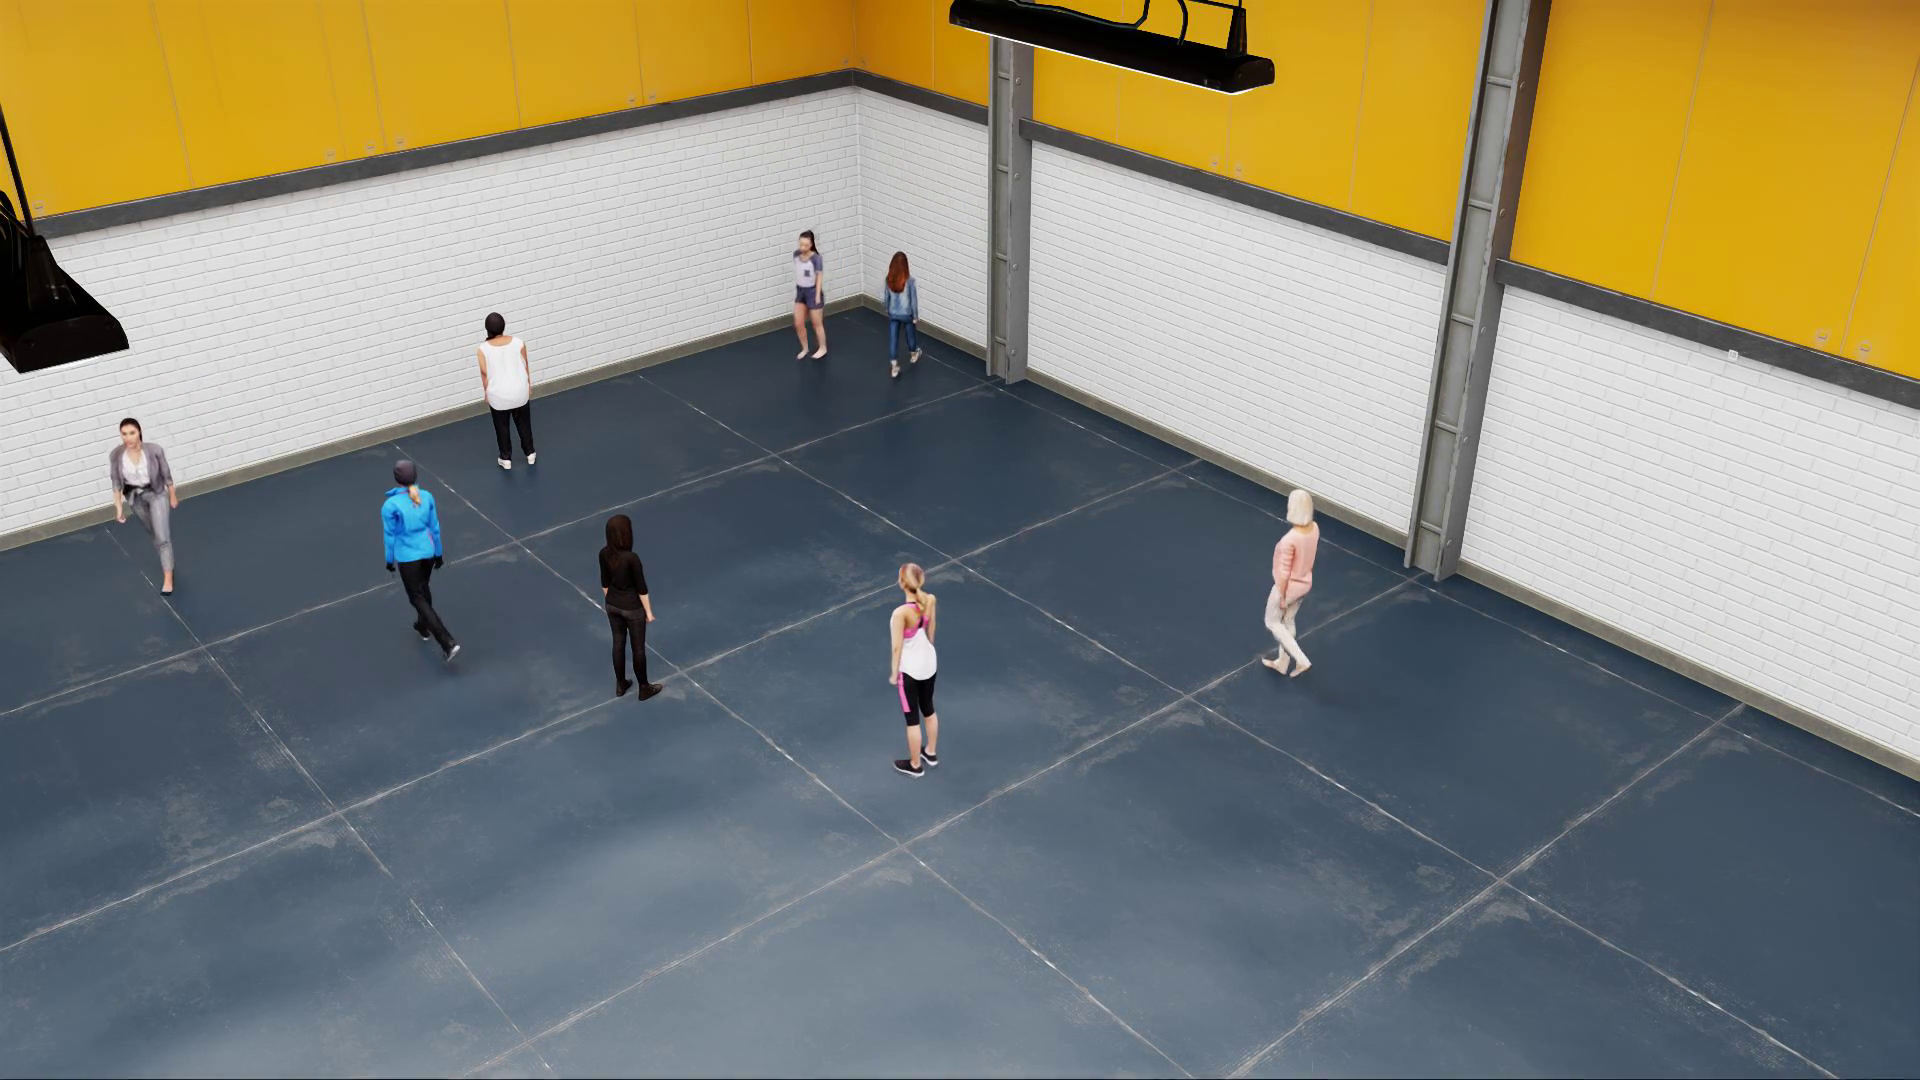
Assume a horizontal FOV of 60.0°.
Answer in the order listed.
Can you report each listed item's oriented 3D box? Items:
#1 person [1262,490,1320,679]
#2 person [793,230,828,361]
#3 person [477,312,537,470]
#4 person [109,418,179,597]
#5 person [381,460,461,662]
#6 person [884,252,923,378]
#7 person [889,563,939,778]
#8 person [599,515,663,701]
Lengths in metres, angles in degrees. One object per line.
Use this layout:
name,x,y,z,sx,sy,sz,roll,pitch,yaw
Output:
person,2.763,0.398,13.544,0.599,1.713,0.745,-23,36,-36
person,-1.750,-2.910,19.708,0.691,1.619,0.751,24,36,36
person,-4.682,-1.557,17.157,0.718,1.687,0.698,-12,31,-21
person,-7.314,-0.367,15.026,0.947,1.639,1.123,-4,29,-8
person,-4.492,0.207,13.844,0.658,1.762,1.134,-25,37,-38
person,-0.716,-2.598,19.309,0.935,1.453,0.932,8,30,15
person,-0.325,0.965,12.427,0.550,1.787,0.627,24,36,36
person,-2.687,0.541,13.358,0.585,1.642,0.713,11,31,20
